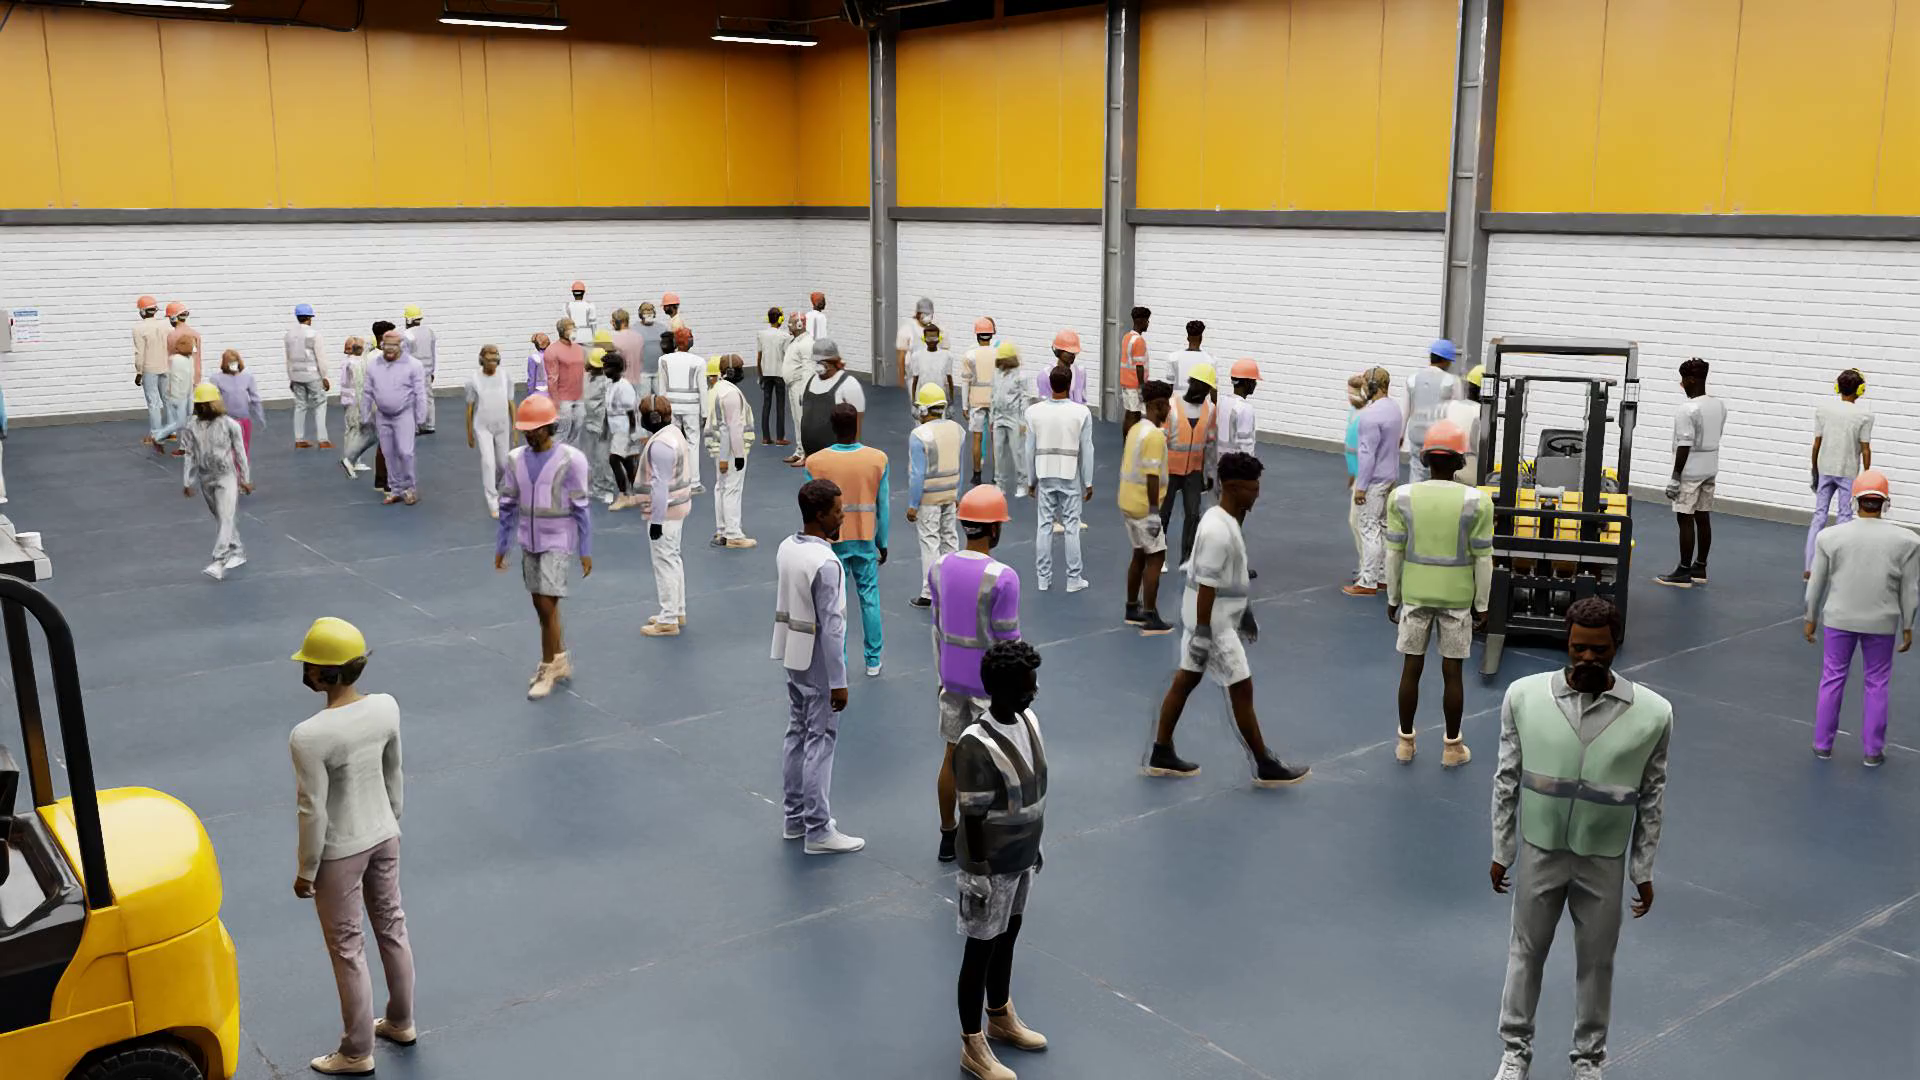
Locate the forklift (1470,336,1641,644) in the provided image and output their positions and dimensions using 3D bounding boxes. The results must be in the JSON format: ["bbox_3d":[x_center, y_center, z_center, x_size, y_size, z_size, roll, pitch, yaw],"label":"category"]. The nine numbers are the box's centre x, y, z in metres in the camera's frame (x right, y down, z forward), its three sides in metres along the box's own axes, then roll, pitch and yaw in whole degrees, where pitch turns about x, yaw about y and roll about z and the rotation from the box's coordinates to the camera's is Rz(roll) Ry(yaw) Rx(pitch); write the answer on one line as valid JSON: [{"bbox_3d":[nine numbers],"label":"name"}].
[{"bbox_3d":[4.683,-0.471,13.136,1.214,2.155,2.313,4,12,20],"label":"forklift"}]

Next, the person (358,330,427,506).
[{"bbox_3d":[-6.122,-1.306,17.918,0.700,1.893,0.477,2,12,7],"label":"person"}]

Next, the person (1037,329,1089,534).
[{"bbox_3d":[1.039,-1.062,16.408,0.612,2.029,0.407,-10,15,-39],"label":"person"}]

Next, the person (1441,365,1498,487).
[{"bbox_3d":[4.346,-0.572,14.385,0.707,1.886,0.620,-8,14,-34],"label":"person"}]

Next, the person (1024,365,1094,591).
[{"bbox_3d":[0.835,-0.514,14.016,0.591,1.920,0.393,4,12,18],"label":"person"}]

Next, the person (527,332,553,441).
[{"bbox_3d":[-5.203,-1.781,20.835,0.324,1.631,0.523,7,14,31],"label":"person"}]

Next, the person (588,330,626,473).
[{"bbox_3d":[-4.320,-1.673,20.091,0.716,1.716,0.504,7,14,31],"label":"person"}]

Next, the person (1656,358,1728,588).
[{"bbox_3d":[6.246,-0.573,14.203,0.607,1.959,0.393,-8,14,-33],"label":"person"}]

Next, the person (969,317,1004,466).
[{"bbox_3d":[0.353,-1.831,20.577,0.505,1.837,0.346,-2,12,-11],"label":"person"}]

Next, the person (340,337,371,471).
[{"bbox_3d":[-7.366,-1.654,20.237,0.323,1.630,0.509,-7,14,-31],"label":"person"}]

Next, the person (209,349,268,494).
[{"bbox_3d":[-8.088,-1.328,18.647,0.536,1.608,0.598,-11,16,-44],"label":"person"}]

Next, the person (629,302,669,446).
[{"bbox_3d":[-4.161,-2.224,22.263,0.636,1.928,0.383,-8,14,-33],"label":"person"}]

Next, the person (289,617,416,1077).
[{"bbox_3d":[-2.321,1.155,6.319,0.307,1.770,0.533,5,13,23],"label":"person"}]

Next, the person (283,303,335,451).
[{"bbox_3d":[-8.548,-2.134,21.817,0.612,1.930,0.432,5,13,21],"label":"person"}]

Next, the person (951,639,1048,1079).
[{"bbox_3d":[0.159,1.198,6.296,0.319,1.693,0.532,6,13,26],"label":"person"}]

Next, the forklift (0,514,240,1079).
[{"bbox_3d":[-3.687,1.115,5.480,2.313,2.155,1.214,-9,15,-36],"label":"forklift"}]

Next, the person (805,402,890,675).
[{"bbox_3d":[-0.772,0.011,11.488,0.590,1.916,0.399,-3,12,-14],"label":"person"}]

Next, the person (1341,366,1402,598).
[{"bbox_3d":[3.456,-0.483,13.855,0.384,1.929,0.635,8,14,33],"label":"person"}]

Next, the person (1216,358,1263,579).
[{"bbox_3d":[2.438,-0.624,14.529,0.387,1.929,0.546,-3,12,-13],"label":"person"}]

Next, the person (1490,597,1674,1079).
[{"bbox_3d":[2.232,1.137,6.043,0.592,1.920,0.392,4,12,18],"label":"person"}]

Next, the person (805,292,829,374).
[{"bbox_3d":[-2.142,-2.797,25.163,0.387,1.875,0.607,-8,14,-34],"label":"person"}]

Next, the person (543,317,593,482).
[{"bbox_3d":[-4.522,-1.603,19.224,0.372,1.940,0.631,5,13,23],"label":"person"}]

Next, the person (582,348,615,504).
[{"bbox_3d":[-3.986,-1.254,18.122,0.672,1.706,0.306,11,16,43],"label":"person"}]

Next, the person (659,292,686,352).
[{"bbox_3d":[-4.150,-2.624,24.166,0.378,1.933,0.551,-2,12,-11],"label":"person"}]

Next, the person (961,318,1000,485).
[{"bbox_3d":[0.289,-1.586,19.186,0.551,1.931,0.386,-1,12,-3],"label":"person"}]

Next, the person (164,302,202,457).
[{"bbox_3d":[-9.951,-2.060,21.339,0.410,1.980,0.631,2,12,8],"label":"person"}]

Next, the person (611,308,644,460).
[{"bbox_3d":[-4.217,-1.936,20.866,0.402,1.933,0.632,5,13,23],"label":"person"}]

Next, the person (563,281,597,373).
[{"bbox_3d":[-6.243,-3.291,27.397,0.542,1.931,0.366,-1,12,-7],"label":"person"}]

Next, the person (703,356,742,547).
[{"bbox_3d":[-2.234,-0.844,15.856,0.403,1.821,0.601,-1,12,-4],"label":"person"}]

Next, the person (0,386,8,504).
[{"bbox_3d":[-10.552,-1.175,17.922,0.524,1.634,0.313,-3,12,-13],"label":"person"}]

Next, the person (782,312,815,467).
[{"bbox_3d":[-1.996,-1.864,20.566,0.407,1.908,0.641,-4,12,-19],"label":"person"}]

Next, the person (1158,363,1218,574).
[{"bbox_3d":[1.961,-0.614,14.611,0.664,1.879,0.597,-3,12,-15],"label":"person"}]

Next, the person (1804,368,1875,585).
[{"bbox_3d":[7.549,-0.536,14.264,0.333,1.864,0.509,-9,15,-38],"label":"person"}]

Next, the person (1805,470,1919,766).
[{"bbox_3d":[5.287,0.454,9.772,0.573,1.744,0.344,7,13,29],"label":"person"}]

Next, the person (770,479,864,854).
[{"bbox_3d":[-0.751,0.637,8.456,0.371,1.916,0.597,-6,13,-28],"label":"person"}]

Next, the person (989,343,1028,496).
[{"bbox_3d":[0.560,-1.318,18.425,0.523,1.732,0.518,9,15,37],"label":"person"}]

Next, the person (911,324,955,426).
[{"bbox_3d":[-0.314,-1.588,19.350,0.514,1.861,0.322,0,12,0],"label":"person"}]

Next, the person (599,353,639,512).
[{"bbox_3d":[-3.651,-1.146,17.644,0.566,1.671,0.546,-6,13,-26],"label":"person"}]

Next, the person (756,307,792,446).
[{"bbox_3d":[-2.475,-2.180,22.218,0.523,1.858,0.337,4,12,20],"label":"person"}]

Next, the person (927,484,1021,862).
[{"bbox_3d":[0.097,0.685,8.206,0.544,1.930,0.388,10,16,41],"label":"person"}]

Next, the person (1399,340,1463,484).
[{"bbox_3d":[4.648,-1.026,16.531,0.677,1.922,0.545,10,16,41],"label":"person"}]

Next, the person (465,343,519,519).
[{"bbox_3d":[-4.912,-1.160,17.387,0.505,1.818,0.754,-7,14,-30],"label":"person"}]

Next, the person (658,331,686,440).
[{"bbox_3d":[-3.506,-1.692,20.243,0.316,1.695,0.542,-8,14,-34],"label":"person"}]

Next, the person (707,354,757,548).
[{"bbox_3d":[-2.167,-0.852,15.832,0.429,1.842,0.636,-5,13,-24],"label":"person"}]

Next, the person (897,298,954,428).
[{"bbox_3d":[-0.416,-2.177,21.749,0.704,2.000,0.966,-4,13,-21],"label":"person"}]

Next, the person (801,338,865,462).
[{"bbox_3d":[-1.237,-0.891,15.537,0.689,2.000,0.538,9,15,38],"label":"person"}]

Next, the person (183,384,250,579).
[{"bbox_3d":[-6.546,-0.525,14.610,0.512,1.690,0.920,1,12,4],"label":"person"}]

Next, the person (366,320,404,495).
[{"bbox_3d":[-6.431,-1.483,18.614,0.370,1.955,0.614,-8,14,-33],"label":"person"}]

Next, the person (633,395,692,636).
[{"bbox_3d":[-2.269,-0.197,12.714,0.429,1.830,0.635,0,12,-2],"label":"person"}]

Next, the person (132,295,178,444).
[{"bbox_3d":[-10.861,-2.290,22.407,0.382,1.995,0.612,4,12,20],"label":"person"}]

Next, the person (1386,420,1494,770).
[{"bbox_3d":[2.774,0.322,9.669,0.608,2.046,0.368,5,13,25],"label":"person"}]

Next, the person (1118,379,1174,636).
[{"bbox_3d":[1.428,-0.250,12.733,0.427,1.945,0.669,-2,12,-9],"label":"person"}]

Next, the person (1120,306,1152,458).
[{"bbox_3d":[2.219,-1.969,20.966,0.387,1.954,0.608,-2,12,-10],"label":"person"}]

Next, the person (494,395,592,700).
[{"bbox_3d":[-2.803,0.039,11.090,0.659,2.025,0.558,4,13,21],"label":"person"}]

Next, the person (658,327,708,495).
[{"bbox_3d":[-3.085,-1.438,18.594,0.568,1.878,0.351,2,12,10],"label":"person"}]

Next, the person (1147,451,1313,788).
[{"bbox_3d":[1.543,0.449,9.347,0.997,1.908,0.645,2,12,8],"label":"person"}]

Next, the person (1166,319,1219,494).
[{"bbox_3d":[2.594,-1.481,18.619,0.599,1.952,0.378,4,12,19],"label":"person"}]

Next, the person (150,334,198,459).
[{"bbox_3d":[-9.899,-1.807,21.009,0.624,1.601,0.525,0,12,2],"label":"person"}]

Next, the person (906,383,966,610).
[{"bbox_3d":[-0.216,-0.352,13.438,0.404,1.832,0.592,10,16,41],"label":"person"}]

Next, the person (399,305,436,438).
[{"bbox_3d":[-7.492,-2.321,22.941,0.403,1.837,0.590,7,13,29],"label":"person"}]
